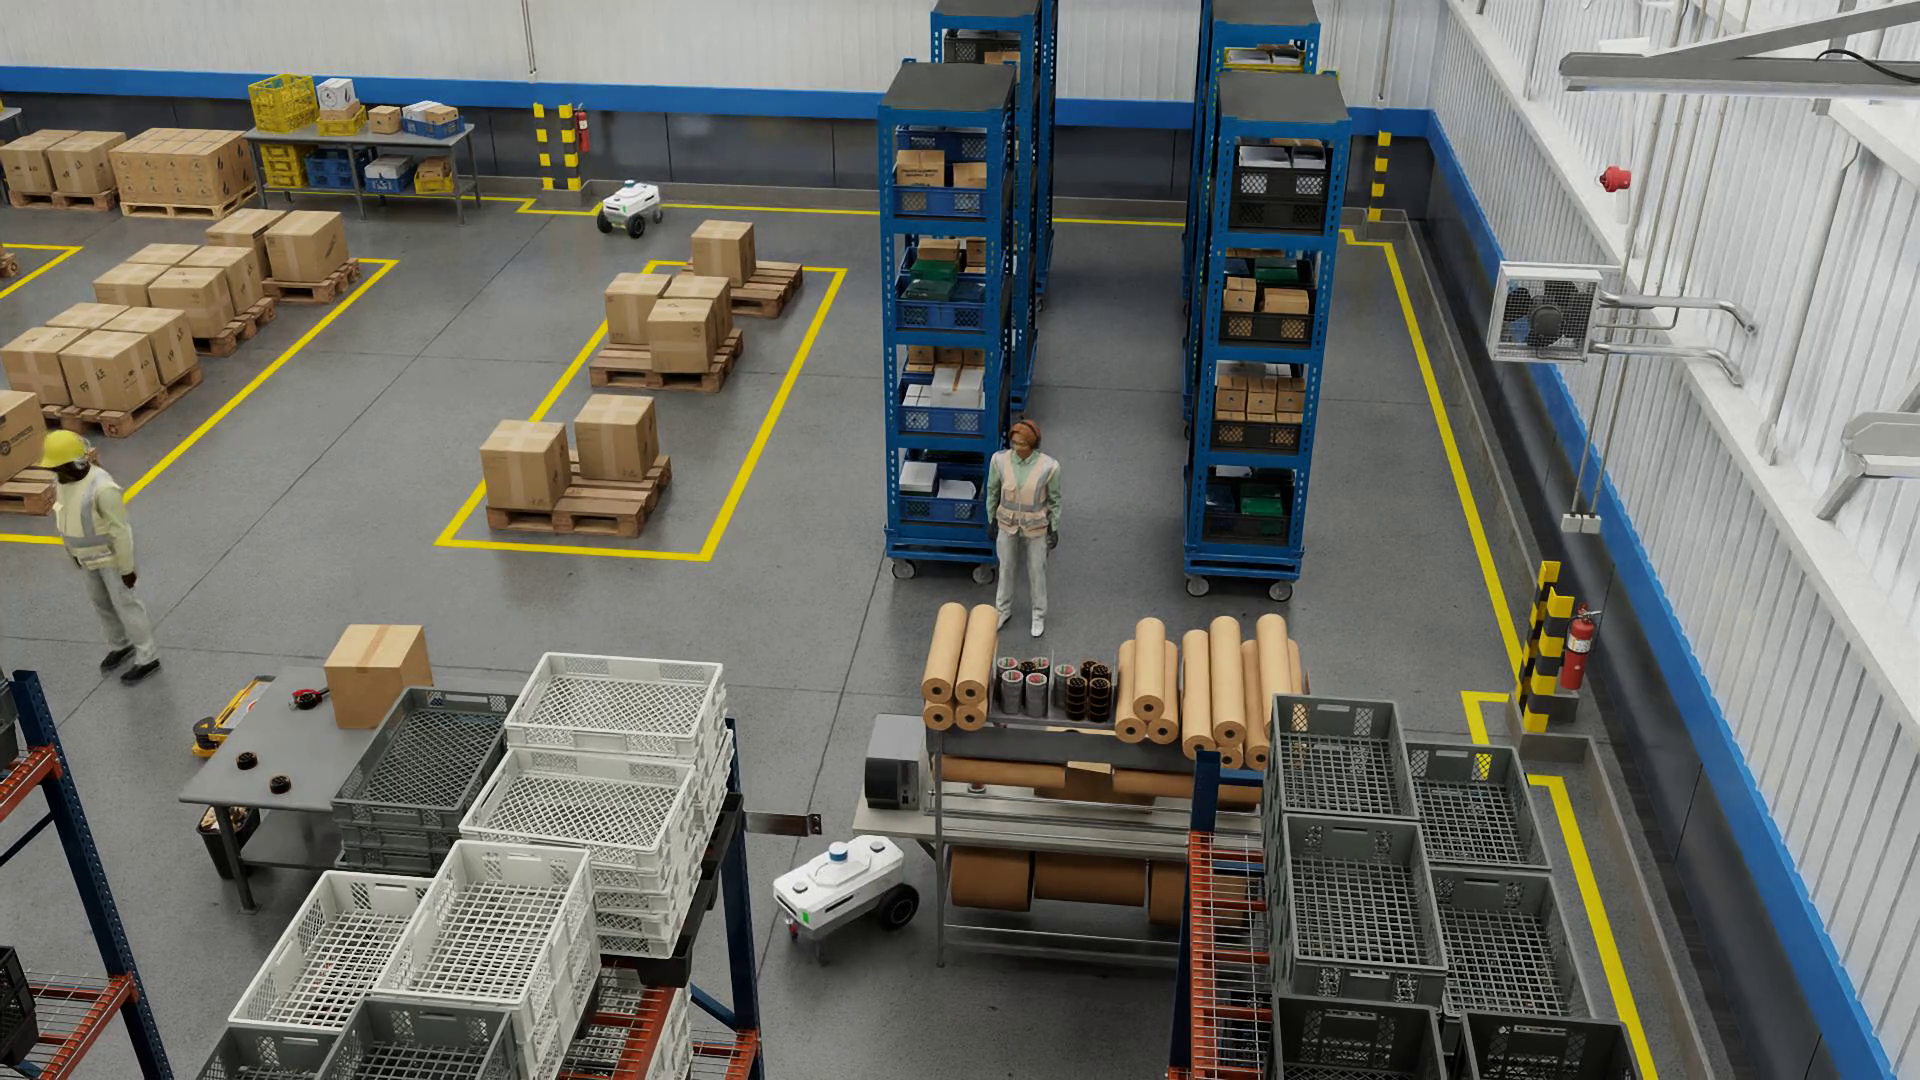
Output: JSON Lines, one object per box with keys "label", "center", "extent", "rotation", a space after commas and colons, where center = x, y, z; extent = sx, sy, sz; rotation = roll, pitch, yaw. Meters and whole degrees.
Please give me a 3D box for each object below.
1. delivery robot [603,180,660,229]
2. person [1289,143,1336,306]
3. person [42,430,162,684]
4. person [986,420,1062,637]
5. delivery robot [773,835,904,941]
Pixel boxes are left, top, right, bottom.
{"label": "delivery robot", "center": [-3.727, -3.834, 18.862], "extent": [0.477, 0.478, 0.707], "rotation": [14, 33, 22]}
{"label": "person", "center": [3.489, -3.290, 16.649], "extent": [0.701, 1.939, 0.825], "rotation": [-1, 30, -2]}
{"label": "person", "center": [-5.654, 0.086, 10.971], "extent": [0.605, 1.822, 0.403], "rotation": [19, 35, 29]}
{"label": "person", "center": [0.434, -0.086, 11.444], "extent": [0.524, 1.636, 0.308], "rotation": [8, 31, 14]}
{"label": "delivery robot", "center": [-0.657, 1.865, 9.072], "extent": [0.707, 0.478, 0.477], "rotation": [-22, 37, -33]}
